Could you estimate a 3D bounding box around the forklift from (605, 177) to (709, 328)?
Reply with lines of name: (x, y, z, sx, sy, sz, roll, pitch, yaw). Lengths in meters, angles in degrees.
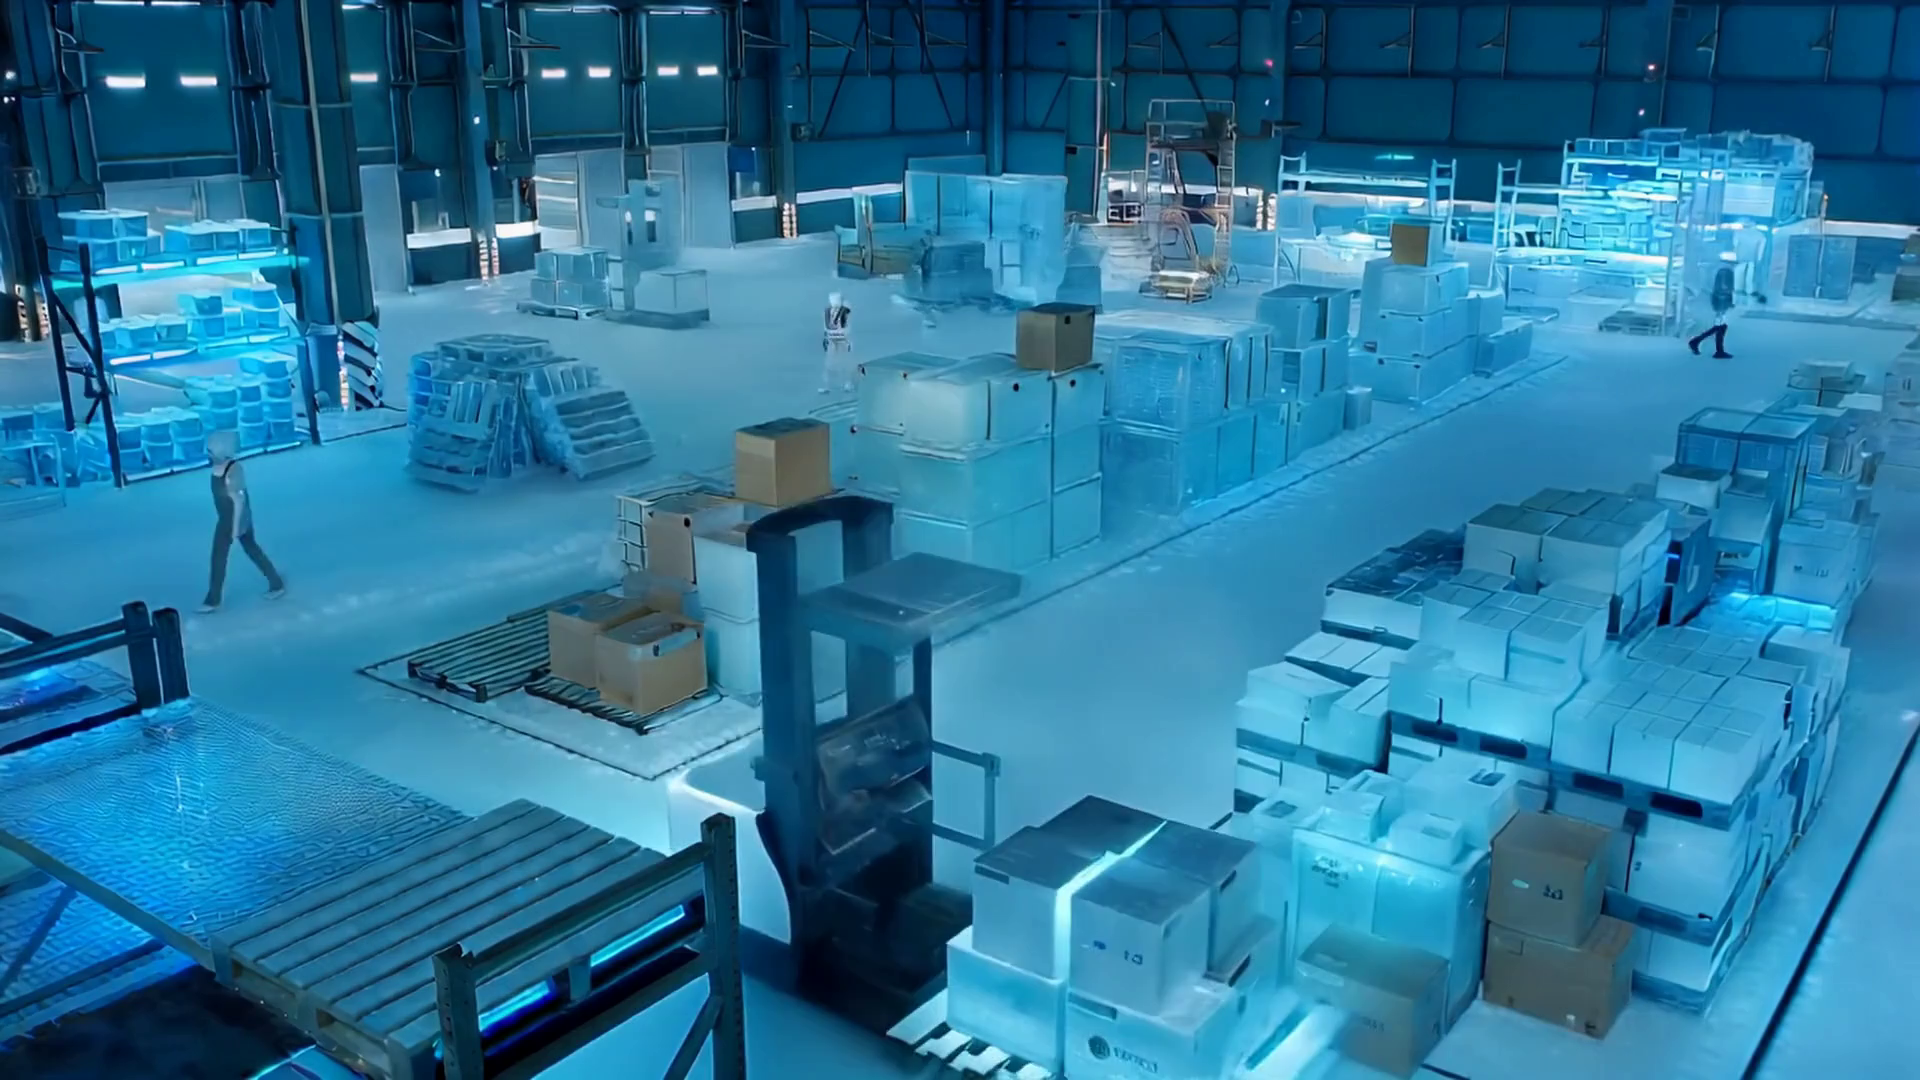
forklift: (-5.963, -5.667, 32.540, 1.873, 2.768, 1.129, 12, 21, 35)

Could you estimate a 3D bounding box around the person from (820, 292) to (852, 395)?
person: (-1.955, -3.099, 26.212, 0.538, 1.586, 0.848, 6, 18, 20)

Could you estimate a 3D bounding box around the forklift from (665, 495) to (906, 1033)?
forklift: (-0.795, 1.177, 9.878, 1.873, 2.768, 1.129, 12, 21, 35)

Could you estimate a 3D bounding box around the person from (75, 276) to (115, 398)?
person: (-13.470, -3.162, 25.921, 0.567, 1.897, 0.491, 6, 18, 19)

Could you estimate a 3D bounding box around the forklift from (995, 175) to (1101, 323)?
forklift: (1.786, -5.780, 32.912, 1.873, 2.768, 1.129, -7, 18, -21)

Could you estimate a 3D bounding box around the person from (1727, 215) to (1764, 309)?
person: (16.230, -5.748, 34.409, 0.635, 1.937, 0.354, 0, 17, -1)

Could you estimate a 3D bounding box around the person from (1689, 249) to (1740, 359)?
person: (13.248, -4.127, 29.083, 0.644, 1.916, 0.542, 7, 18, 22)

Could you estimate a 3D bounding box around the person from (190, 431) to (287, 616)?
person: (-7.116, -0.195, 16.275, 0.524, 1.799, 0.951, 14, 22, 38)

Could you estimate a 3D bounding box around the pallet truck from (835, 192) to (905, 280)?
pallet truck: (-1.936, -7.159, 38.982, 1.885, 1.965, 0.823, -12, 21, -34)

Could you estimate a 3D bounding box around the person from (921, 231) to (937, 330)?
person: (-0.594, -4.979, 31.960, 0.362, 1.883, 0.575, 1, 17, 5)
